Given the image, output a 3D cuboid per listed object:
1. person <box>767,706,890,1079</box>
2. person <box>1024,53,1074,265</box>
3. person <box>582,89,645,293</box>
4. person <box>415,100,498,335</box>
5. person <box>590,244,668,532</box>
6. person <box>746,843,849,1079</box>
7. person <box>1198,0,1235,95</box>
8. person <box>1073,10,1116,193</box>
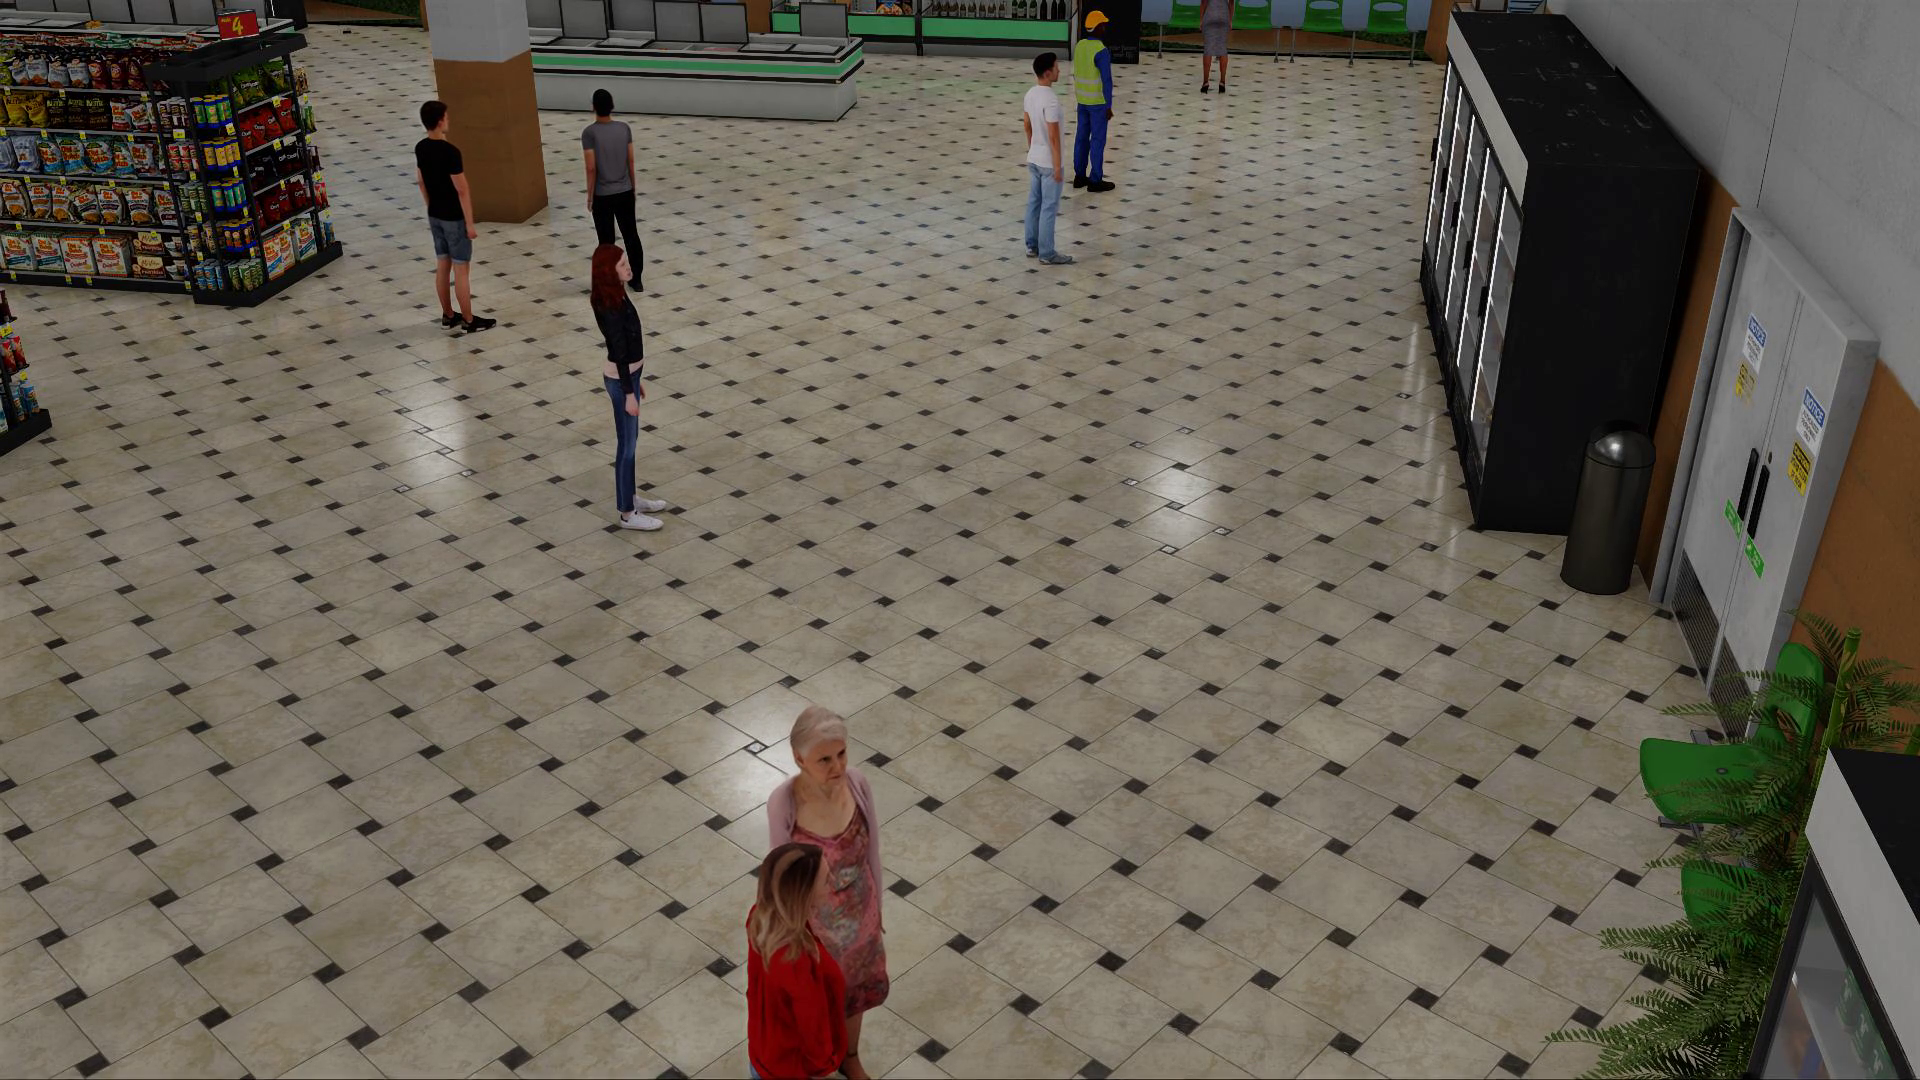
[{"bbox_3d":[-0.478,1.300,5.806,0.686,1.690,0.747,-17,32,-30],"label":"person"},{"bbox_3d":[0.764,-3.419,14.917,0.781,1.866,0.758,-13,30,-24],"label":"person"},{"bbox_3d":[-2.949,-2.940,14.094,0.699,1.755,0.746,-20,33,-34],"label":"person"},{"bbox_3d":[-4.091,-2.578,13.279,0.658,1.846,0.795,18,32,31],"label":"person"},{"bbox_3d":[-2.033,-0.929,10.094,0.619,1.787,0.623,-2,27,-4],"label":"person"},{"bbox_3d":[-0.513,1.639,5.122,0.723,1.702,0.690,-14,30,-26],"label":"person"},{"bbox_3d":[3.299,-6.669,21.420,0.514,1.781,0.679,1,27,1],"label":"person"},{"bbox_3d":[1.370,-4.537,17.179,0.813,1.813,0.742,-19,33,-33],"label":"person"}]
